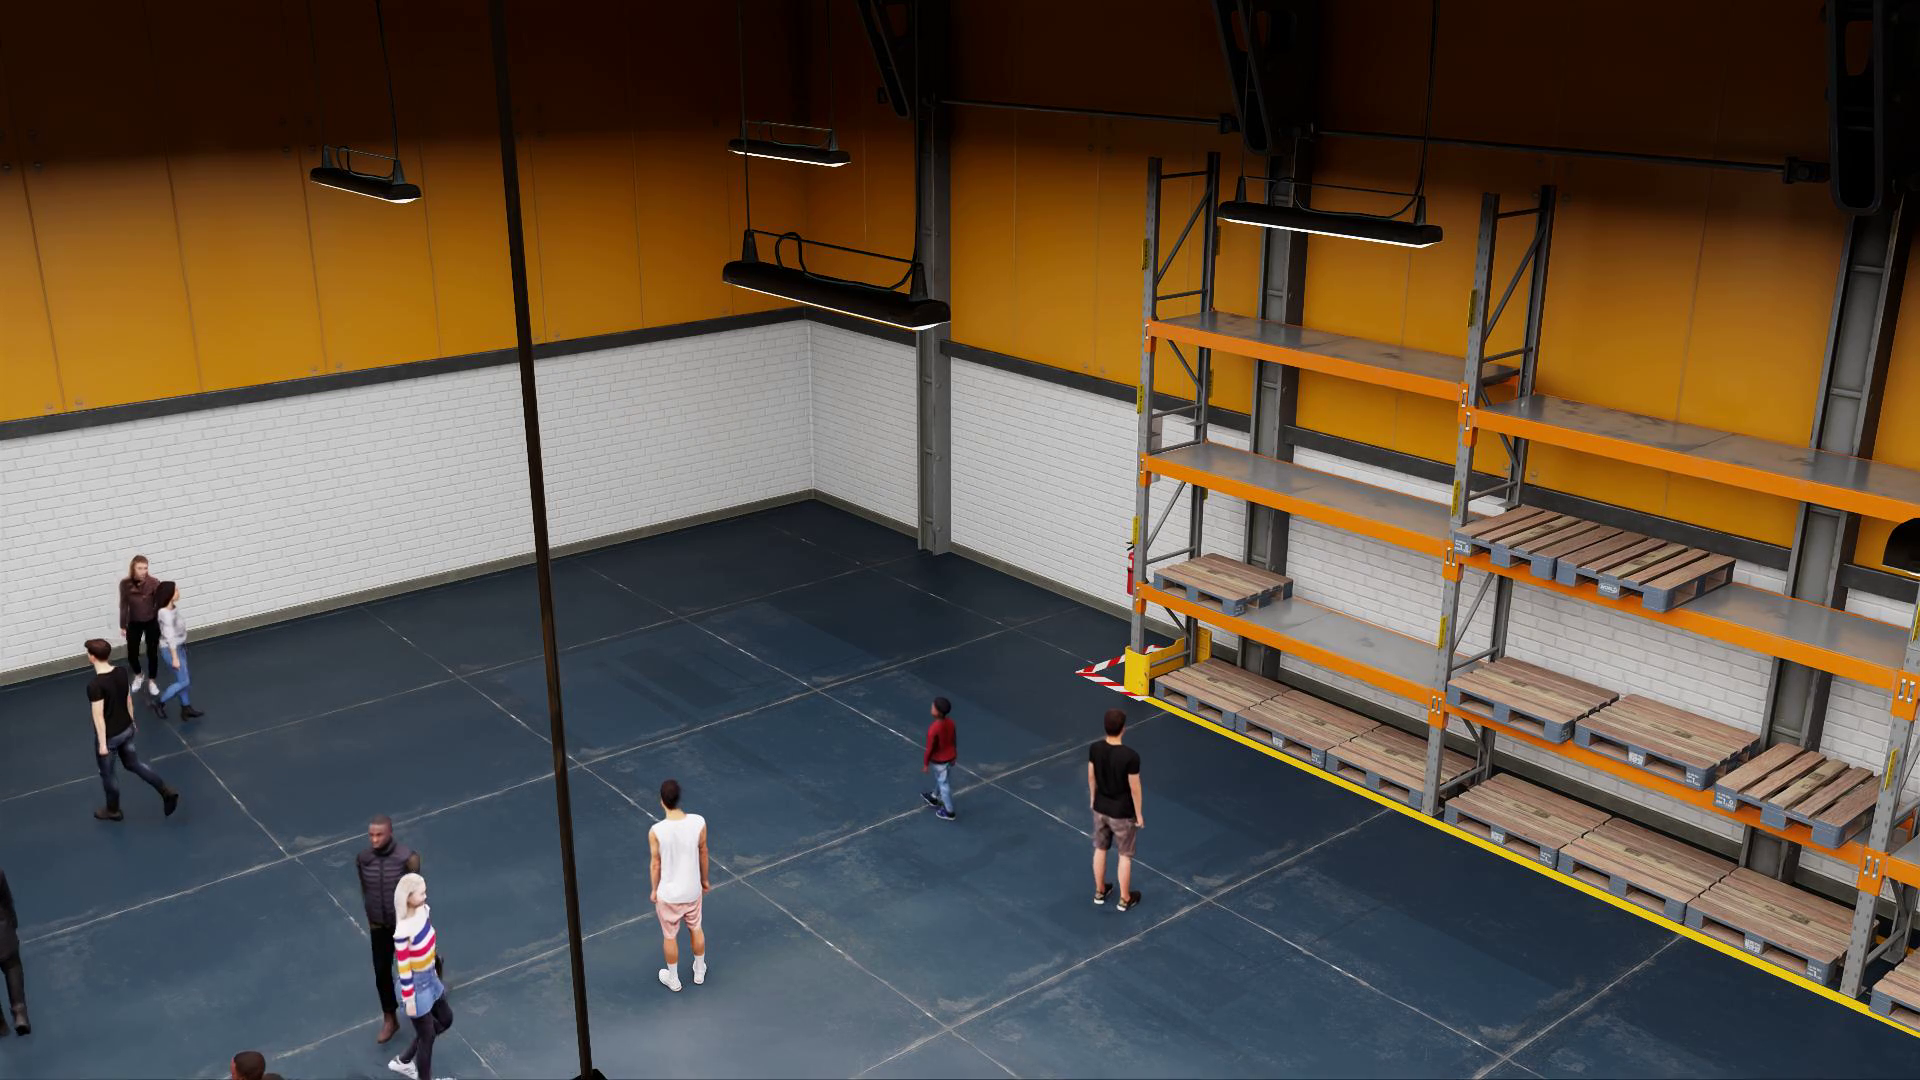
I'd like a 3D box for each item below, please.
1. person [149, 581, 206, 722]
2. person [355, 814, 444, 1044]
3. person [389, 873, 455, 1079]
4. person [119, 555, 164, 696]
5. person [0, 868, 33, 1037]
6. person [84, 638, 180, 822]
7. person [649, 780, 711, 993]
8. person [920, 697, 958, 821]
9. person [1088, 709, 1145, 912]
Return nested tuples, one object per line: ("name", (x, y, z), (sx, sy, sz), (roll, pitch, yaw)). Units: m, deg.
("person", (-8.604, 1.238, 18.053), (0.816, 1.619, 0.796), (-7, 20, -20))
("person", (-4.295, 2.903, 12.811), (1.142, 1.810, 1.189), (3, 19, 8))
("person", (-3.969, 3.201, 11.946), (0.899, 1.797, 0.837), (1, 19, 4))
("person", (-9.231, 0.955, 18.786), (0.767, 1.688, 0.775), (-3, 19, -8))
("person", (-7.327, 3.011, 12.558), (0.633, 1.767, 0.855), (-16, 24, -39))
("person", (-7.973, 1.844, 15.857), (1.227, 1.873, 1.098), (4, 19, 12))
("person", (-2.247, 2.757, 13.280), (0.690, 1.787, 0.635), (-9, 21, -26))
("person", (-0.132, 2.118, 16.042), (0.791, 1.235, 0.606), (15, 24, 37))
("person", (1.310, 2.334, 14.421), (0.665, 1.861, 0.824), (12, 22, 33))
